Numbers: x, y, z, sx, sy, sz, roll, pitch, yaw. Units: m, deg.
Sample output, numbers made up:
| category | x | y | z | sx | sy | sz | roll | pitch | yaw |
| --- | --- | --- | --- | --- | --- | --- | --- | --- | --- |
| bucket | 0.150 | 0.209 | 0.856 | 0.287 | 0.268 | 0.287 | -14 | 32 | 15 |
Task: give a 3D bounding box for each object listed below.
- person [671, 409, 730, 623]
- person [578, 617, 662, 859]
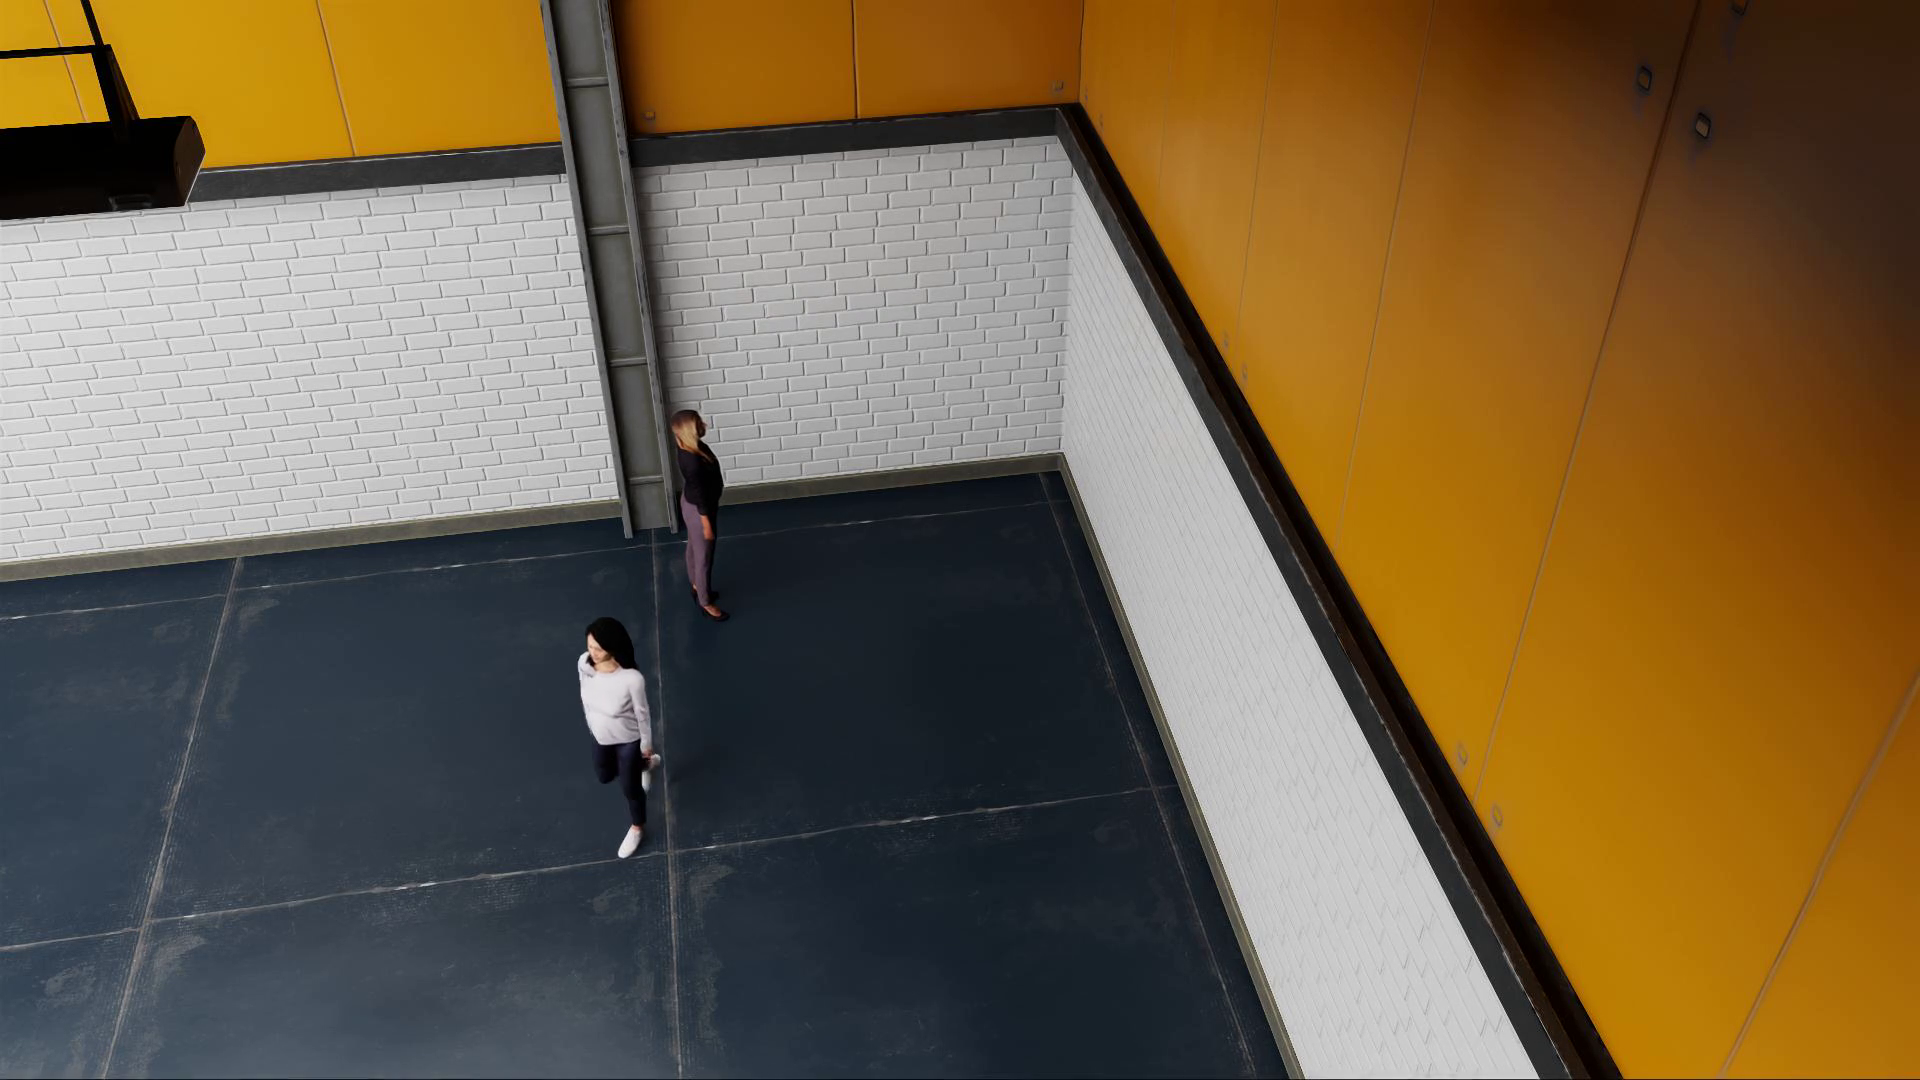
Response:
| category | x | y | z | sx | sy | sz | roll | pitch | yaw |
| --- | --- | --- | --- | --- | --- | --- | --- | --- | --- |
| person | -1.774 | -0.175 | 11.223 | 0.560 | 1.672 | 0.615 | -11 | 40 | -14 |
| person | -1.923 | 1.072 | 9.648 | 0.906 | 1.689 | 0.928 | 16 | 41 | 19 |
